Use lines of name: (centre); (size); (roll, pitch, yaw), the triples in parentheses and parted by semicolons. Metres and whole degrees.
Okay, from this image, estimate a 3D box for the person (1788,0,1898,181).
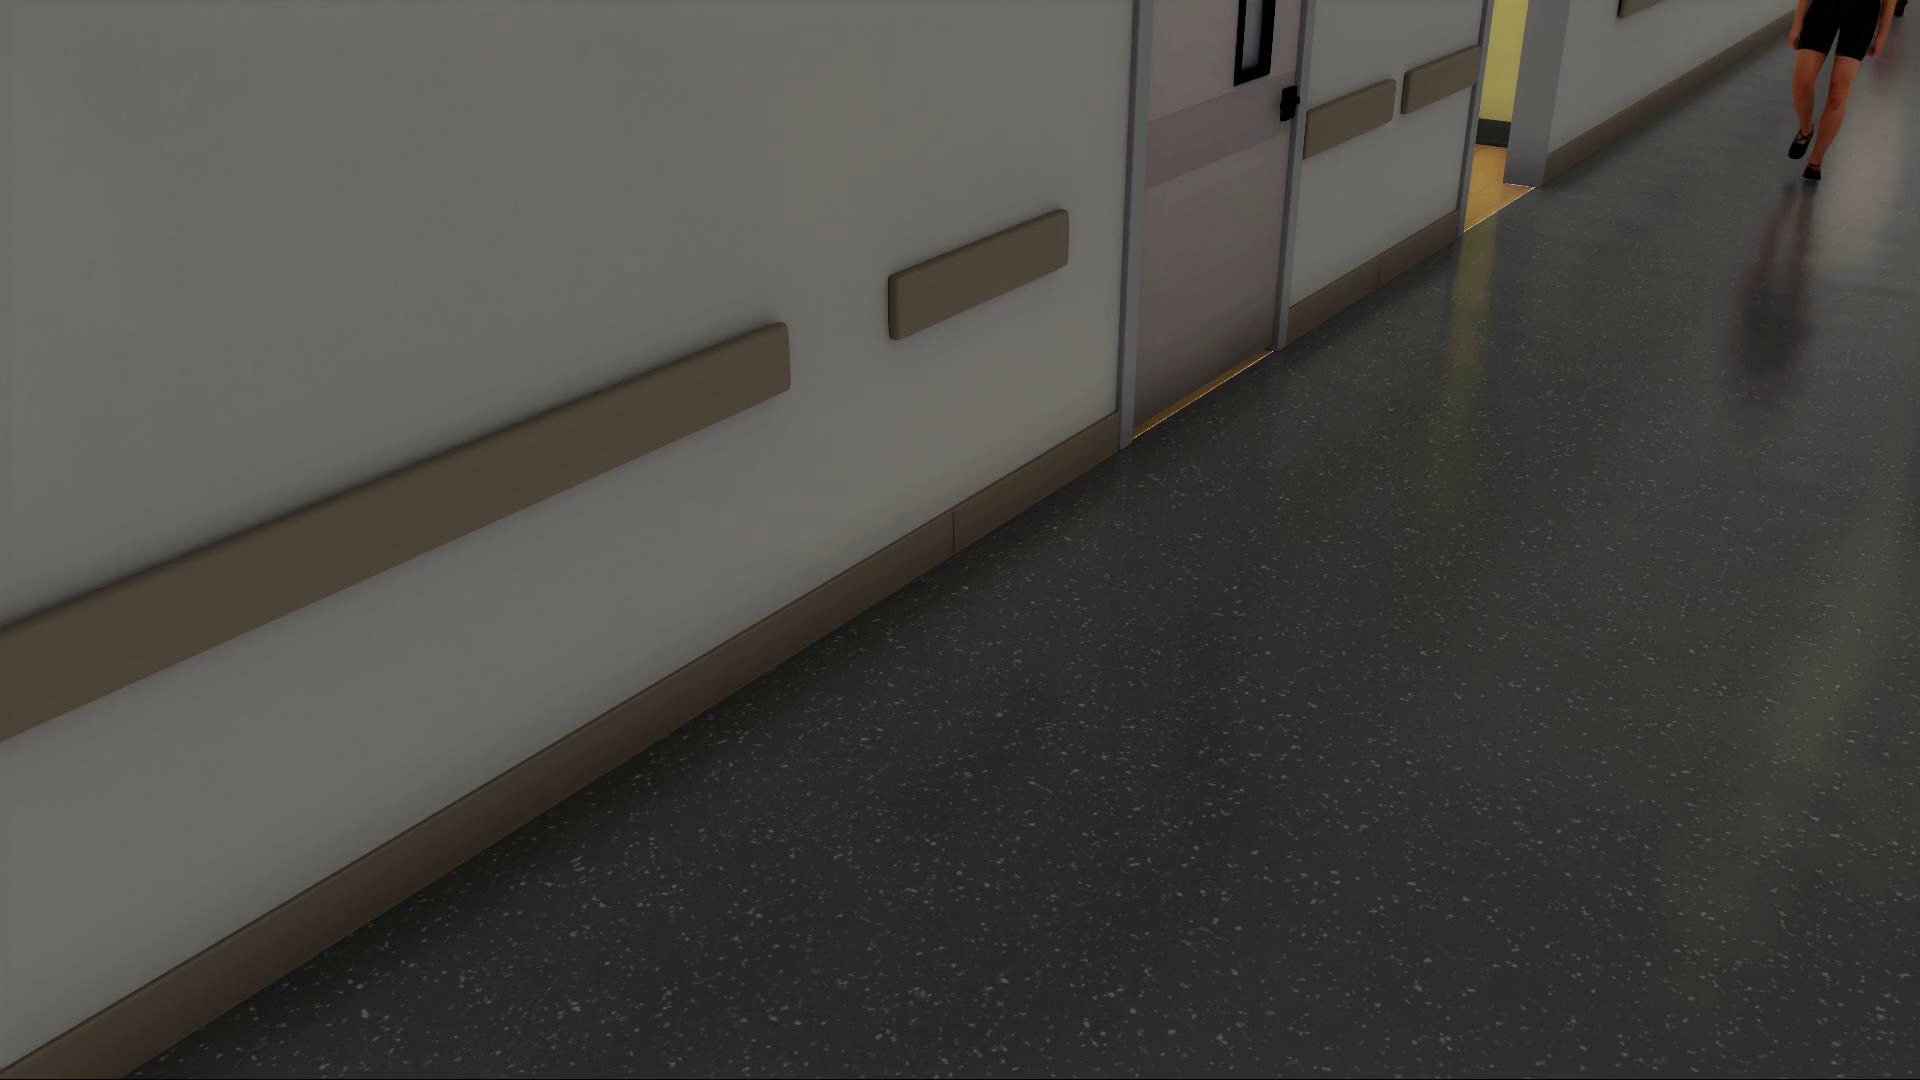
person: (5.087, -3.002, 9.585); (0.682, 1.802, 0.762); (13, 29, 26)
